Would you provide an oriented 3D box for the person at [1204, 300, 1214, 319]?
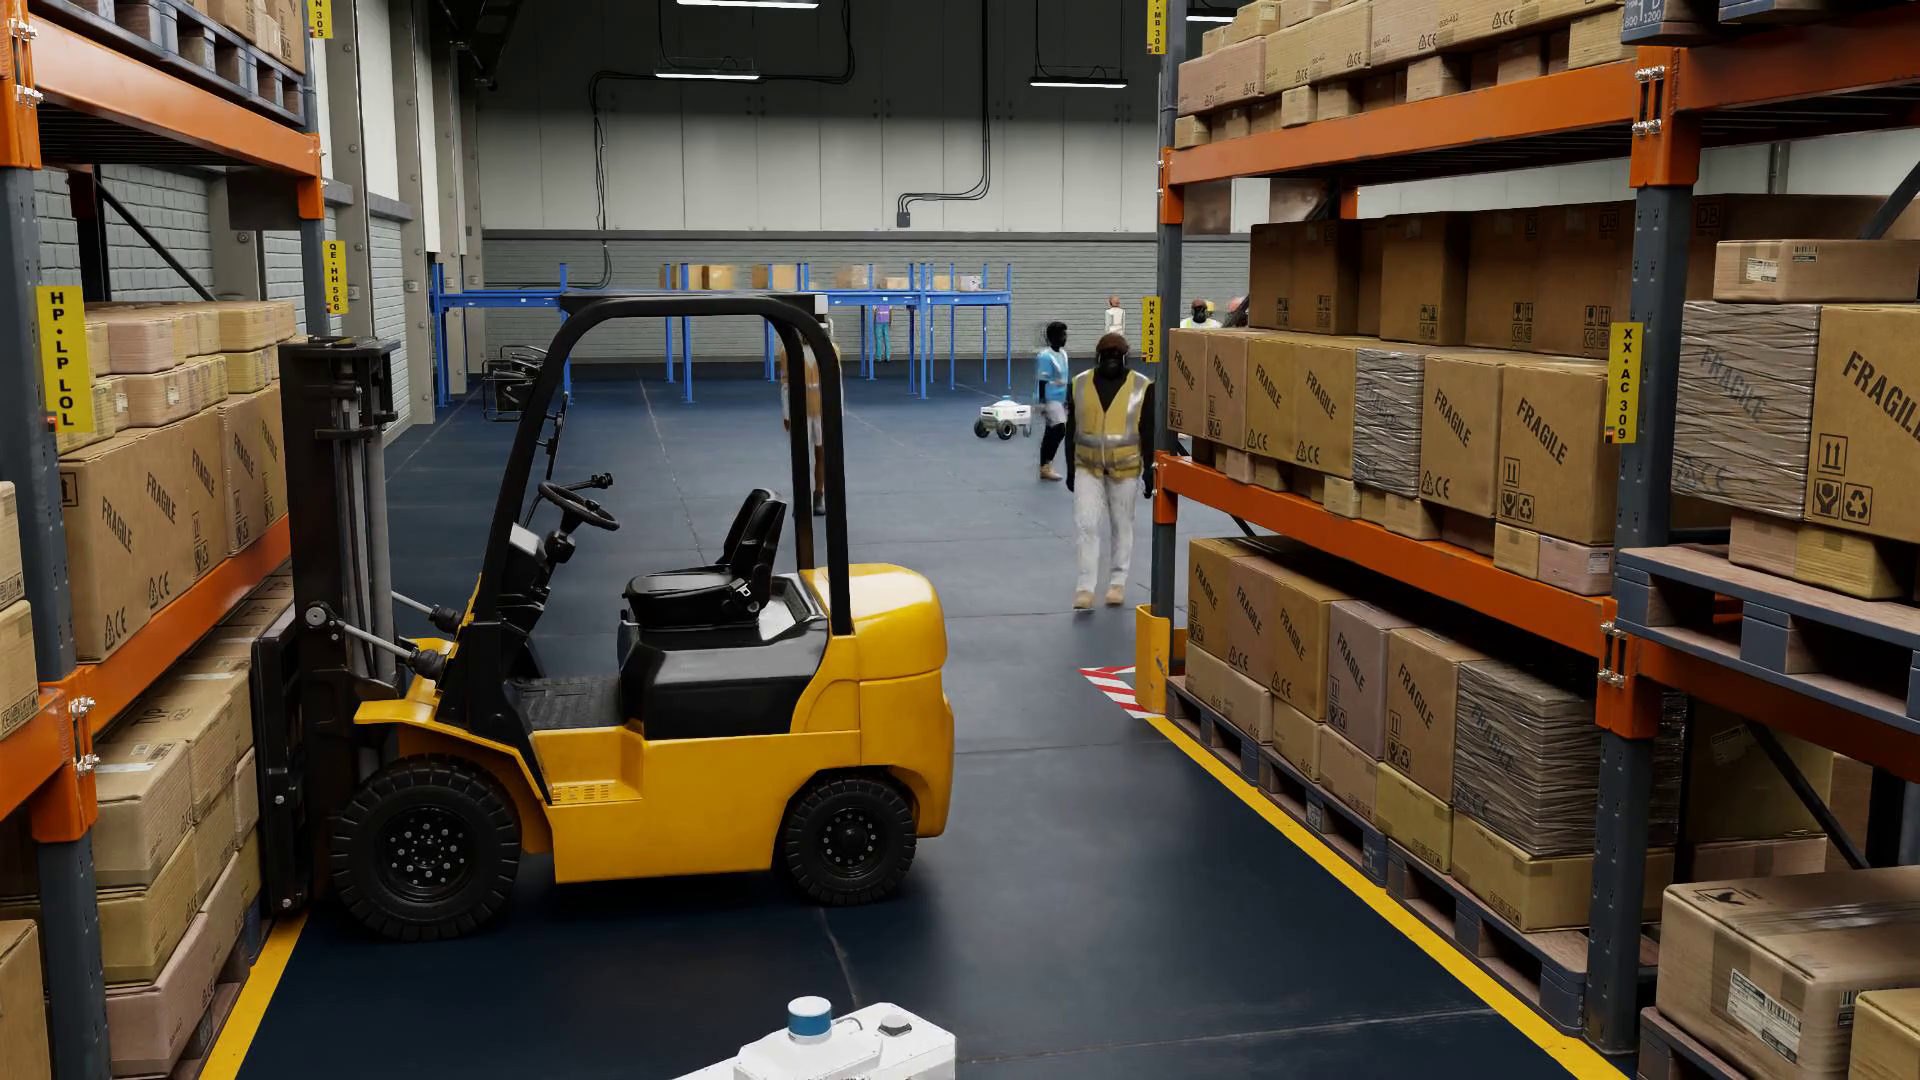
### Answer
[{"bbox_3d":[3.863,-2.847,25.808,0.746,1.740,0.528,-5,10,-27],"label":"person"}]

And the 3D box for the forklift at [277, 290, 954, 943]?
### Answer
[{"bbox_3d":[-1.179,0.175,6.143,2.313,2.155,1.214,-2,10,-12],"label":"forklift"}]

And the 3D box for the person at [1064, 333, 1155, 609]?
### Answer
[{"bbox_3d":[0.972,-0.441,10.916,0.649,1.811,0.844,2,10,14],"label":"person"}]

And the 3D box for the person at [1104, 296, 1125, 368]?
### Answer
[{"bbox_3d":[3.242,-4.284,34.888,0.521,1.636,0.311,-6,11,-31],"label":"person"}]

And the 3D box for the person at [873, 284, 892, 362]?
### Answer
[{"bbox_3d":[-1.859,-5.147,39.512,0.572,1.843,0.373,-6,11,-33],"label":"person"}]

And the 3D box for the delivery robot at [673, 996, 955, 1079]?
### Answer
[{"bbox_3d":[-0.349,1.315,3.896,0.707,0.478,0.477,-8,13,-41],"label":"delivery robot"}]

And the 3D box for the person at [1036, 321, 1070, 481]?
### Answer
[{"bbox_3d":[1.011,-1.456,17.523,0.468,1.682,0.549,4,10,22],"label":"person"}]

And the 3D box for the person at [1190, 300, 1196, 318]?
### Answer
[{"bbox_3d":[4.578,-3.758,31.725,0.626,1.618,0.520,7,11,36],"label":"person"}]

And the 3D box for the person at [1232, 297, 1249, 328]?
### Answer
[{"bbox_3d":[3.254,-1.927,19.744,0.537,1.904,0.971,-5,11,-29],"label":"person"}]

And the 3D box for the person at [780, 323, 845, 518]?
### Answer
[{"bbox_3d":[-1.322,-1.147,14.953,0.568,1.909,0.771,-1,9,-8],"label":"person"}]

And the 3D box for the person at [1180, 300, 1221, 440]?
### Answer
[{"bbox_3d":[3.111,-2.216,21.775,0.643,1.839,0.573,2,9,11],"label":"person"}]

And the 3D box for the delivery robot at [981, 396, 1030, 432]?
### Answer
[{"bbox_3d":[0.610,-1.678,22.135,0.477,0.478,0.707,9,13,44],"label":"delivery robot"}]

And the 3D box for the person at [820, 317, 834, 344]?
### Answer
[{"bbox_3d":[-2.064,-2.575,23.902,0.528,1.826,0.656,-8,12,-40],"label":"person"}]
